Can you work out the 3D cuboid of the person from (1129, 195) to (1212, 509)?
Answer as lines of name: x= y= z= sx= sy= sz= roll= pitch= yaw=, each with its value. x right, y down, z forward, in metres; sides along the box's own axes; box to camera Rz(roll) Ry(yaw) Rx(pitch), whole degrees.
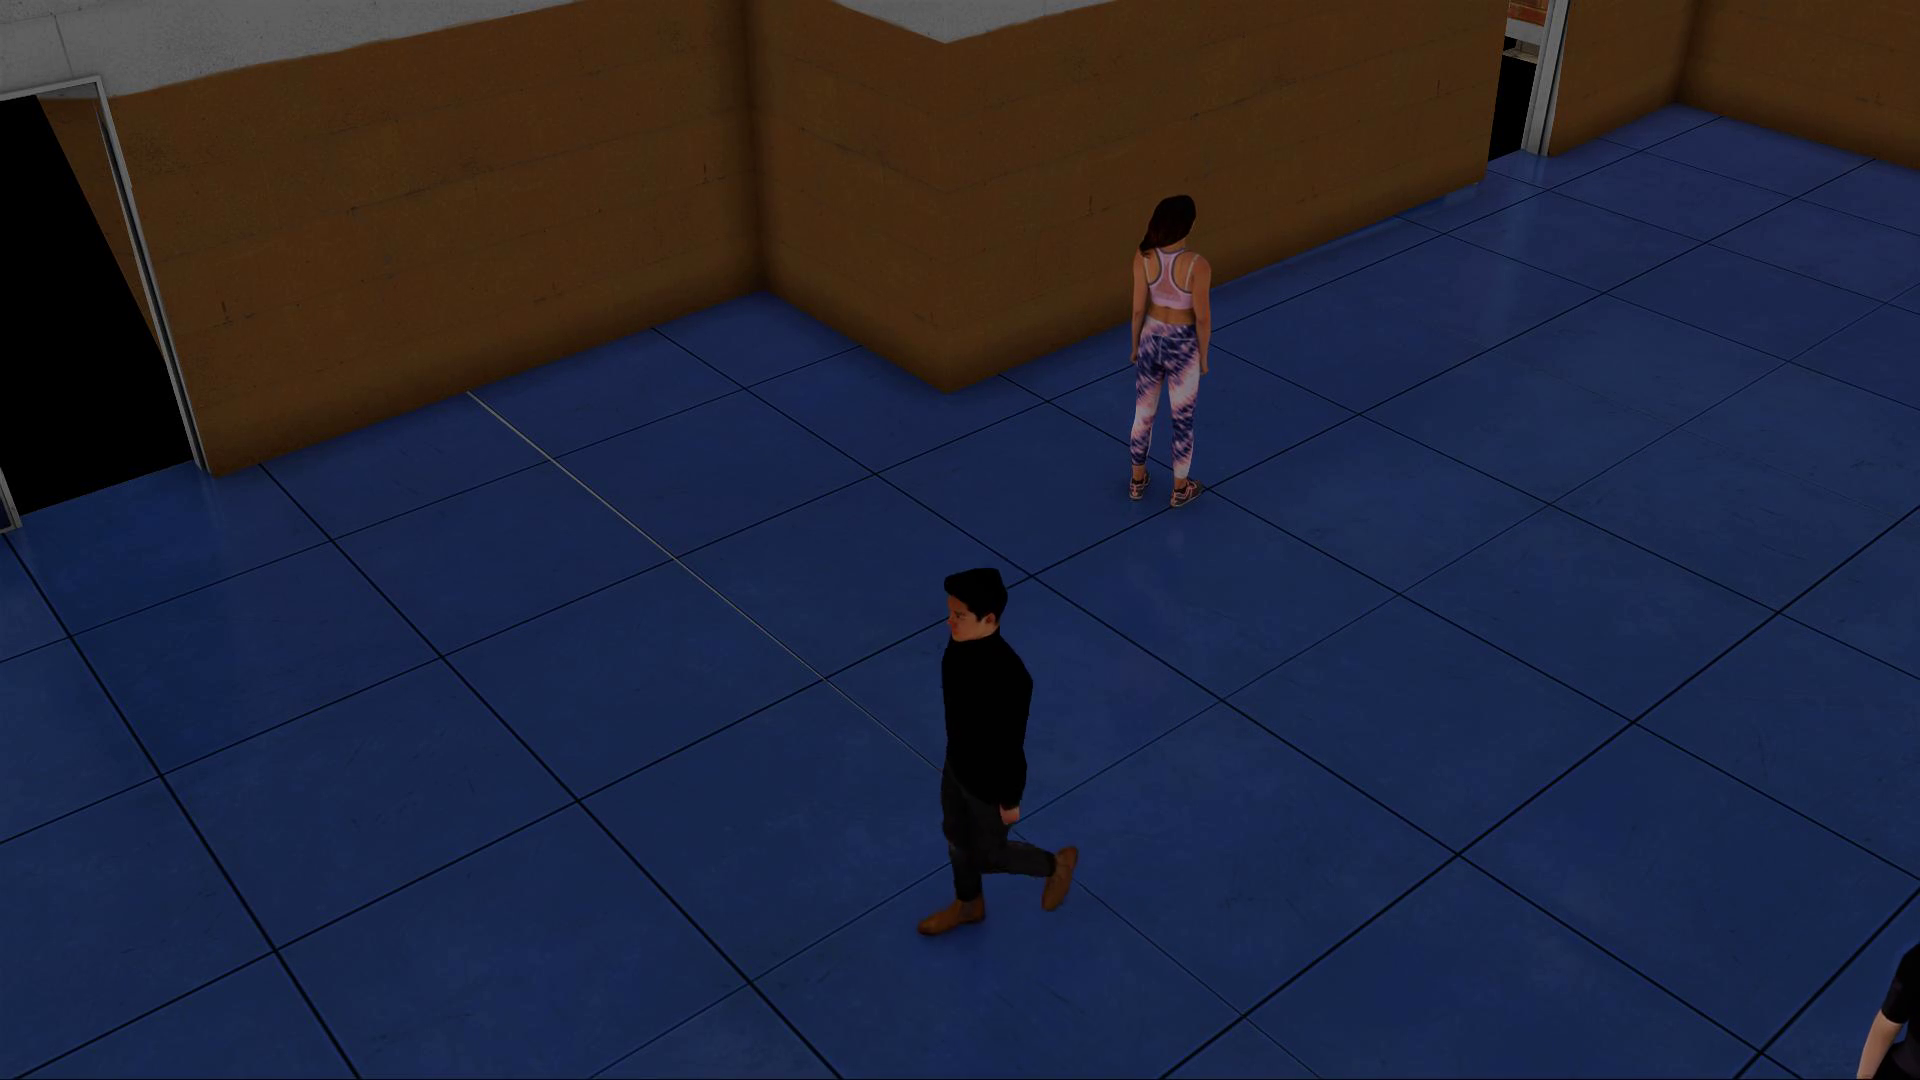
person: x=1.109 y=-0.998 z=8.839 sx=0.598 sy=1.767 sz=0.727 roll=14 pitch=36 yaw=21

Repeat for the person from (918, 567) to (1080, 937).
person: x=0.148 y=0.807 z=6.178 sx=0.835 sy=1.707 sz=0.883 roll=-15 pitch=36 yaw=-21
